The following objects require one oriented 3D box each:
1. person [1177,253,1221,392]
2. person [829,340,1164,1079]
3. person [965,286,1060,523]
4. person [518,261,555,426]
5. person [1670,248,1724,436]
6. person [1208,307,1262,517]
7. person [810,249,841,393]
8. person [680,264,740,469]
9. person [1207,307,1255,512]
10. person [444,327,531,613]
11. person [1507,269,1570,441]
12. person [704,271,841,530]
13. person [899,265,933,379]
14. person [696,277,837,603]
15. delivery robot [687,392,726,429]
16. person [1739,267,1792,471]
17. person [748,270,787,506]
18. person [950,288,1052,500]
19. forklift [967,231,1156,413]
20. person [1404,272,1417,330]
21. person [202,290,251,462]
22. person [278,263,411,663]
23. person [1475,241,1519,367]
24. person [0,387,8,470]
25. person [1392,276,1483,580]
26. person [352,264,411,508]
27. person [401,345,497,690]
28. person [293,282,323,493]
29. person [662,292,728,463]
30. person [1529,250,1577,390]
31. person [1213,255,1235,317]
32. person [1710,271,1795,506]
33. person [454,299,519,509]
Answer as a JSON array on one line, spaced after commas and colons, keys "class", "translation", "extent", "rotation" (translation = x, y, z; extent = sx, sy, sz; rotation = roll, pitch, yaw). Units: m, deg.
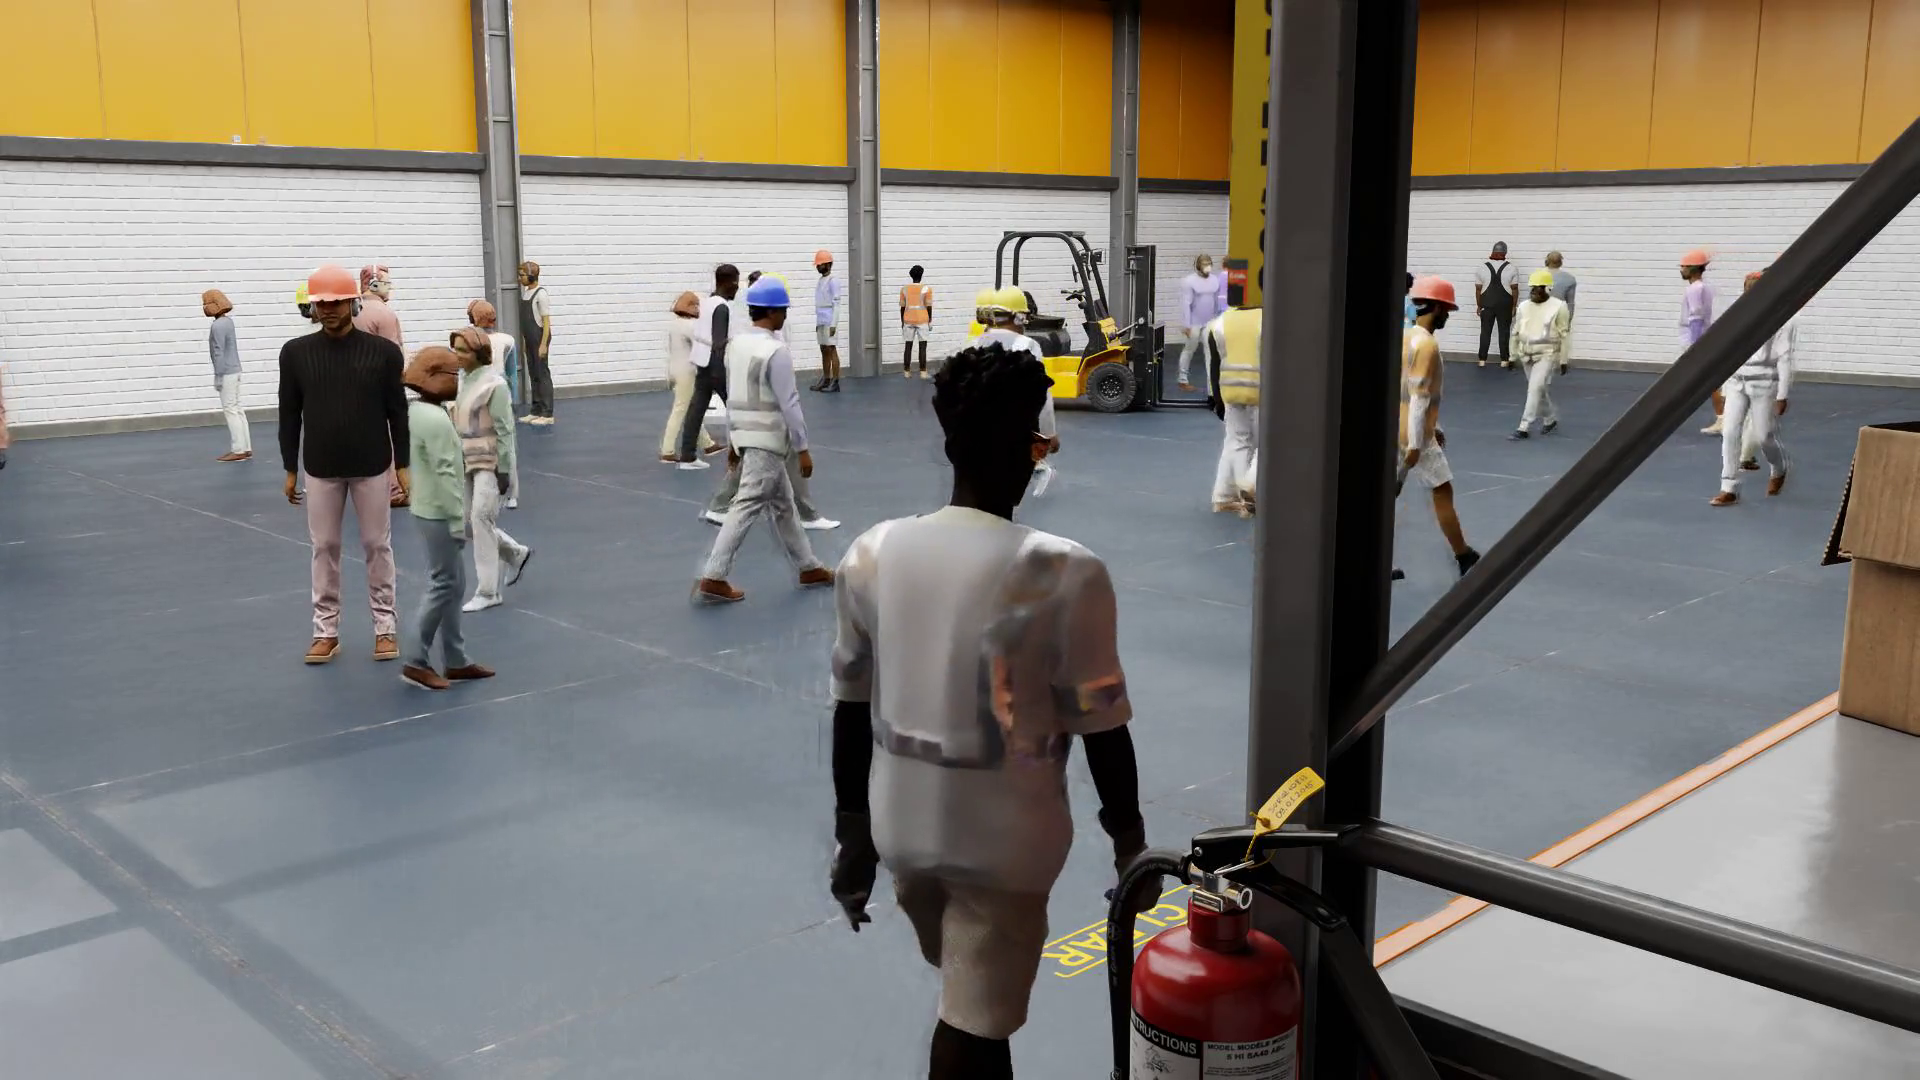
[{"class": "person", "translation": [3.251, -2.916, 22.475], "extent": [0.651, 1.887, 1.021], "rotation": [-5, 11, -24]}, {"class": "person", "translation": [0.102, 0.568, 3.360], "extent": [0.613, 1.923, 0.953], "rotation": [9, 14, 40]}, {"class": "person", "translation": [0.368, -0.731, 10.790], "extent": [0.606, 1.805, 0.737], "rotation": [10, 14, 43]}, {"class": "person", "translation": [-4.788, -2.211, 18.749], "extent": [0.345, 1.841, 0.506], "rotation": [-8, 13, -37]}, {"class": "person", "translation": [7.806, -2.107, 17.774], "extent": [1.074, 1.989, 0.632], "rotation": [8, 13, 36]}, {"class": "person", "translation": [2.175, -1.060, 12.522], "extent": [0.653, 1.823, 0.496], "rotation": [6, 12, 30]}, {"class": "person", "translation": [-1.830, -2.977, 22.658], "extent": [0.358, 1.938, 0.542], "rotation": [-6, 12, -31]}, {"class": "person", "translation": [-2.146, -1.576, 15.204], "extent": [0.977, 1.858, 0.624], "rotation": [-5, 11, -23]}, {"class": "person", "translation": [2.218, -1.110, 12.887], "extent": [0.666, 1.801, 0.641], "rotation": [-6, 12, -28]}, {"class": "person", "translation": [-2.715, -0.424, 9.583], "extent": [0.531, 1.621, 0.539], "rotation": [8, 13, 37]}, {"class": "person", "translation": [6.107, -1.954, 17.502], "extent": [0.921, 1.791, 0.606], "rotation": [-7, 13, -35]}, {"class": "person", "translation": [-1.406, -0.988, 11.978], "extent": [0.971, 1.885, 0.602], "rotation": [-2, 11, -11]}, {"class": "person", "translation": [-0.648, -3.229, 24.711], "extent": [0.535, 1.693, 0.317], "rotation": [4, 11, 22]}, {"class": "person", "translation": [-1.137, -0.583, 9.739], "extent": [1.021, 1.895, 0.632], "rotation": [-6, 12, -31]}, {"class": "delivery robot", "translation": [-2.494, -1.362, 17.372], "extent": [0.707, 0.478, 0.477], "rotation": [0, 10, -1]}, {"class": "person", "translation": [7.316, -1.555, 15.163], "extent": [0.693, 1.837, 0.574], "rotation": [-8, 13, -38]}, {"class": "person", "translation": [-1.551, -1.183, 13.083], "extent": [0.385, 1.859, 0.548], "rotation": [-7, 12, -32]}, {"class": "person", "translation": [0.332, -1.154, 13.320], "extent": [0.755, 1.715, 0.484], "rotation": [-3, 11, -17]}, {"class": "forklift", "translation": [1.222, -2.721, 20.561], "extent": [2.313, 2.155, 1.214], "rotation": [2, 11, 13]}, {"class": "person", "translation": [5.873, -2.707, 21.944], "extent": [0.827, 1.664, 0.539], "rotation": [-4, 11, -19]}, {"class": "person", "translation": [-6.960, -1.554, 15.761], "extent": [0.294, 1.622, 0.495], "rotation": [-2, 11, -10]}, {"class": "person", "translation": [-3.062, -0.372, 8.297], "extent": [0.623, 1.992, 0.397], "rotation": [-2, 11, -12]}, {"class": "person", "translation": [8.760, -3.850, 27.141], "extent": [0.682, 2.000, 0.537], "rotation": [5, 11, 25]}, {"class": "person", "translation": [-6.178, -0.547, 10.249], "extent": [0.550, 1.612, 0.659], "rotation": [-3, 11, -15]}, {"class": "person", "translation": [2.909, -0.663, 10.219], "extent": [0.951, 1.879, 0.538], "rotation": [-1, 10, -6]}, {"class": "person", "translation": [-4.566, -1.204, 13.093], "extent": [0.638, 1.904, 0.402], "rotation": [8, 13, 37]}, {"class": "person", "translation": [-2.434, -0.098, 7.825], "extent": [0.466, 1.623, 0.519], "rotation": [-5, 11, -25]}, {"class": "person", "translation": [-5.243, -1.273, 13.876], "extent": [0.550, 1.741, 0.565], "rotation": [7, 13, 34]}, {"class": "person", "translation": [-2.508, -1.533, 15.736], "extent": [0.829, 1.597, 0.517], "rotation": [-7, 12, -32]}, {"class": "person", "translation": [8.185, -3.044, 23.065], "extent": [0.640, 1.918, 0.505], "rotation": [2, 11, 11]}, {"class": "person", "translation": [4.268, -3.608, 26.392], "extent": [0.558, 1.827, 0.501], "rotation": [6, 12, 30]}, {"class": "person", "translation": [6.332, -1.202, 13.201], "extent": [0.816, 1.859, 0.587], "rotation": [-7, 13, -35]}, {"class": "person", "translation": [-3.648, -1.029, 12.845], "extent": [0.514, 1.641, 0.309], "rotation": [-9, 14, -40]}]
